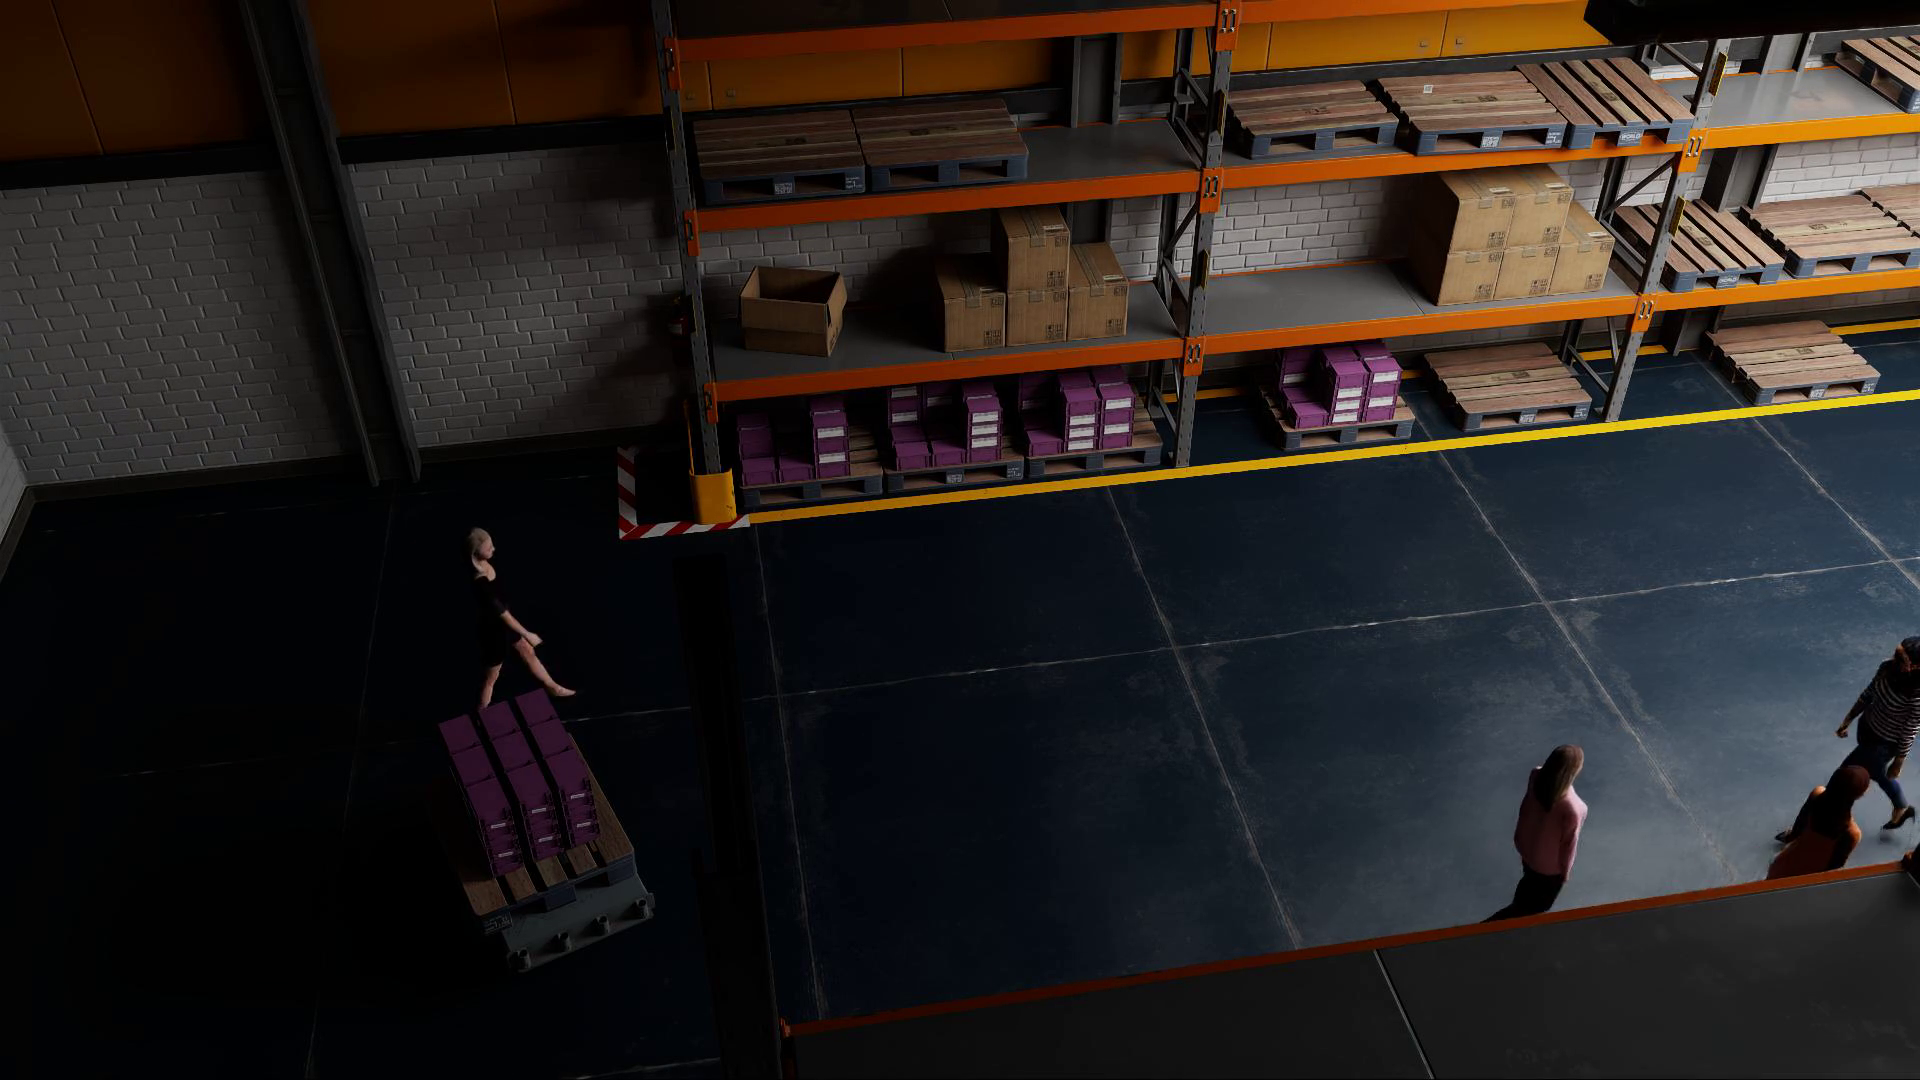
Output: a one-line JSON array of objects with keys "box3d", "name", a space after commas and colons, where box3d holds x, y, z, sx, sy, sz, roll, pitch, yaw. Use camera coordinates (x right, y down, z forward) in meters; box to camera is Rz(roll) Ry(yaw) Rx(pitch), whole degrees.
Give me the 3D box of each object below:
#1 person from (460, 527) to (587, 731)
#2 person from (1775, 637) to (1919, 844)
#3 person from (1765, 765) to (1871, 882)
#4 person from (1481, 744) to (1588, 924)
[{"box3d": [-3.267, 0.676, 11.345, 1.070, 1.796, 0.685, -13, 41, -16], "name": "person"}, {"box3d": [5.911, 1.309, 10.587, 1.163, 1.753, 0.702, -1, 39, -1], "name": "person"}, {"box3d": [4.825, 1.977, 9.704, 1.029, 1.812, 0.618, -8, 39, -10], "name": "person"}, {"box3d": [3.412, 1.880, 9.936, 0.916, 1.673, 0.657, -11, 40, -13], "name": "person"}]
